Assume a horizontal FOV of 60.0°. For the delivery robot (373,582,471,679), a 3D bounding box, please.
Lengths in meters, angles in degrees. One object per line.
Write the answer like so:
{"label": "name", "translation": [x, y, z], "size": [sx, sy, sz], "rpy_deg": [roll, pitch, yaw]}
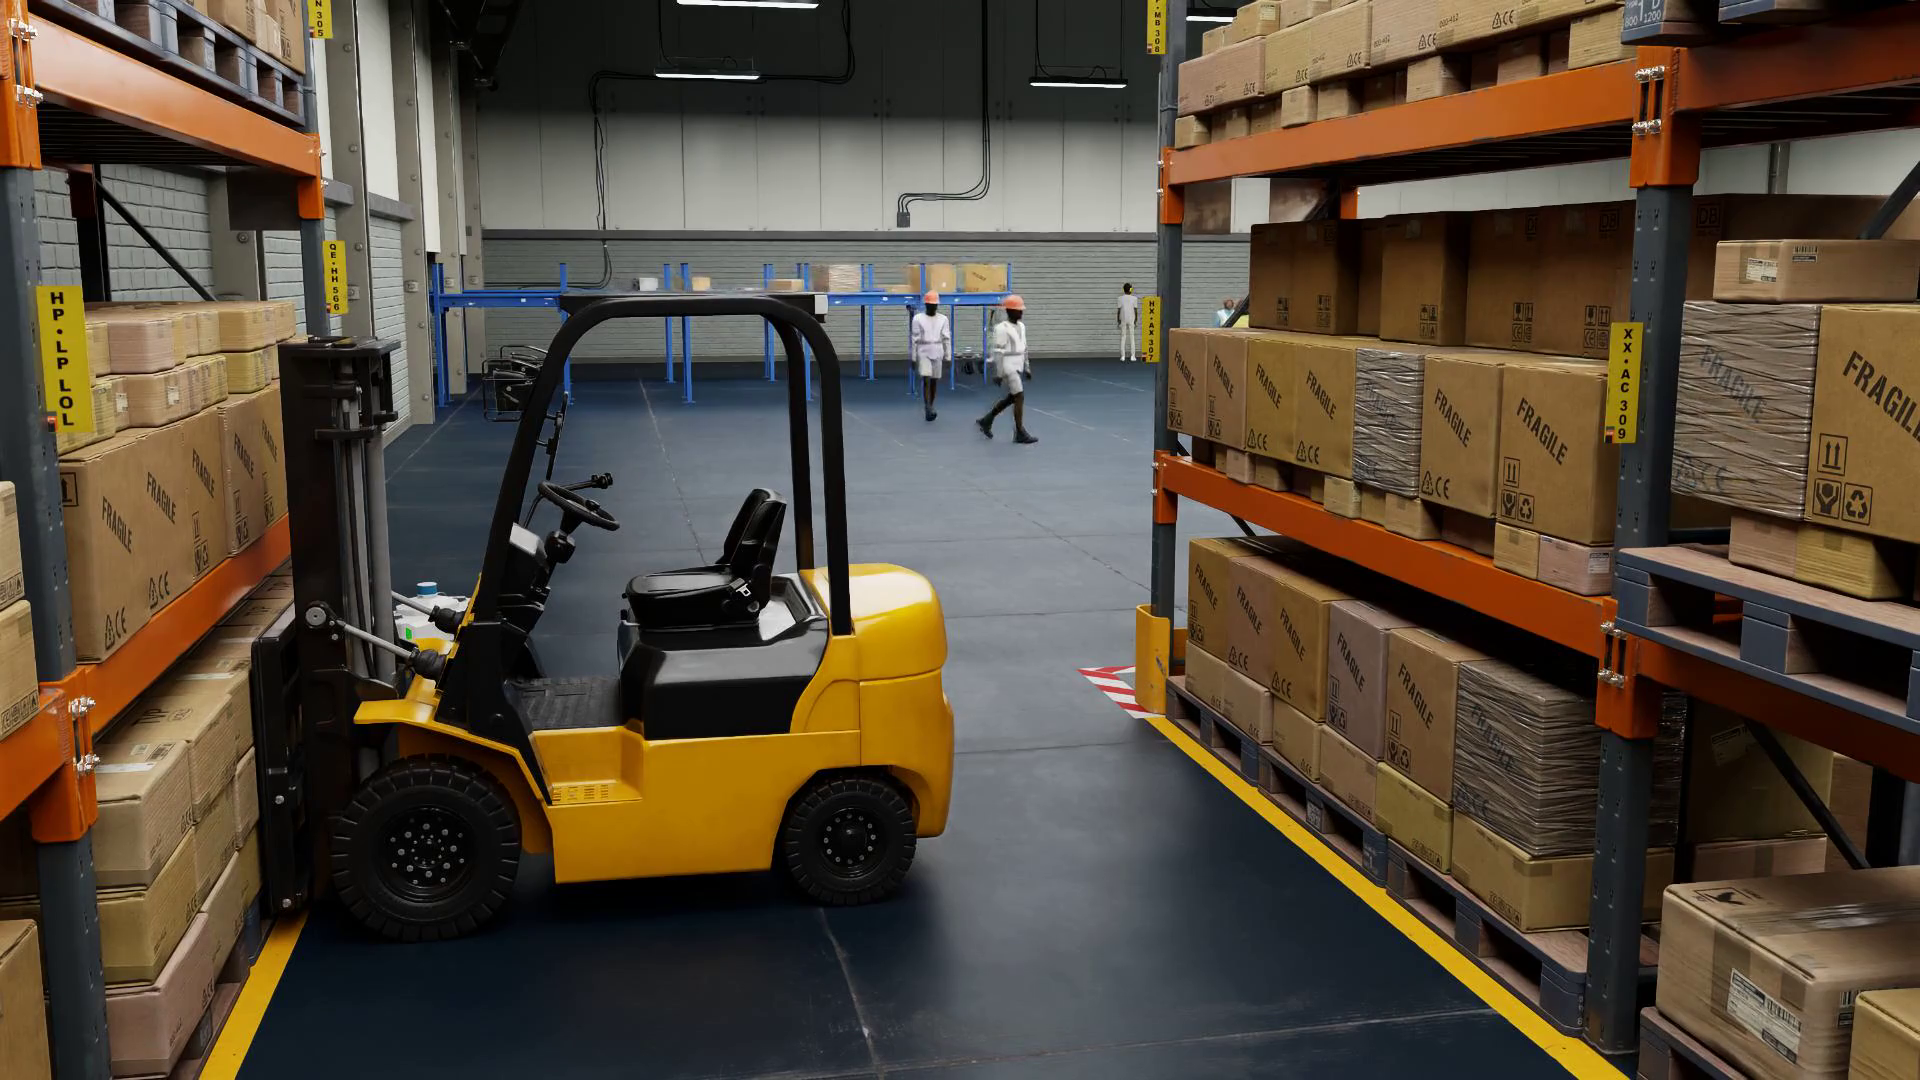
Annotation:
{"label": "delivery robot", "translation": [-2.881, 0.473, 9.029], "size": [0.477, 0.478, 0.707], "rpy_deg": [4, 10, 22]}

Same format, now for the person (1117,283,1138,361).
{"label": "person", "translation": [4.047, -5.264, 40.173], "size": [0.517, 1.865, 0.327], "rpy_deg": [1, 9, 8]}

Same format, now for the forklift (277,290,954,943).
{"label": "forklift", "translation": [-1.179, 0.175, 6.143], "size": [2.313, 2.155, 1.214], "rpy_deg": [-2, 10, -12]}

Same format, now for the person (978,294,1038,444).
{"label": "person", "translation": [0.607, -2.228, 21.561], "size": [0.883, 1.908, 0.549], "rpy_deg": [5, 11, 29]}

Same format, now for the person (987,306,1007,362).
{"label": "person", "translation": [0.977, -5.074, 39.145], "size": [0.567, 1.836, 0.451], "rpy_deg": [1, 9, 5]}

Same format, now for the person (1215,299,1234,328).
{"label": "person", "translation": [5.533, -4.155, 34.190], "size": [0.541, 1.591, 0.831], "rpy_deg": [0, 9, -1]}

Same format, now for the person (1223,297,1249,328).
{"label": "person", "translation": [4.016, -2.529, 23.631], "size": [0.627, 1.829, 0.468], "rpy_deg": [4, 10, 23]}

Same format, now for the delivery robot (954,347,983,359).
{"label": "delivery robot", "translation": [0.188, -3.990, 35.441], "size": [0.698, 0.223, 0.335], "rpy_deg": [9, 13, 44]}

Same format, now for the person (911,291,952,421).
{"label": "person", "translation": [-0.390, -2.671, 24.258], "size": [0.560, 1.888, 0.987], "rpy_deg": [-3, 10, -16]}
